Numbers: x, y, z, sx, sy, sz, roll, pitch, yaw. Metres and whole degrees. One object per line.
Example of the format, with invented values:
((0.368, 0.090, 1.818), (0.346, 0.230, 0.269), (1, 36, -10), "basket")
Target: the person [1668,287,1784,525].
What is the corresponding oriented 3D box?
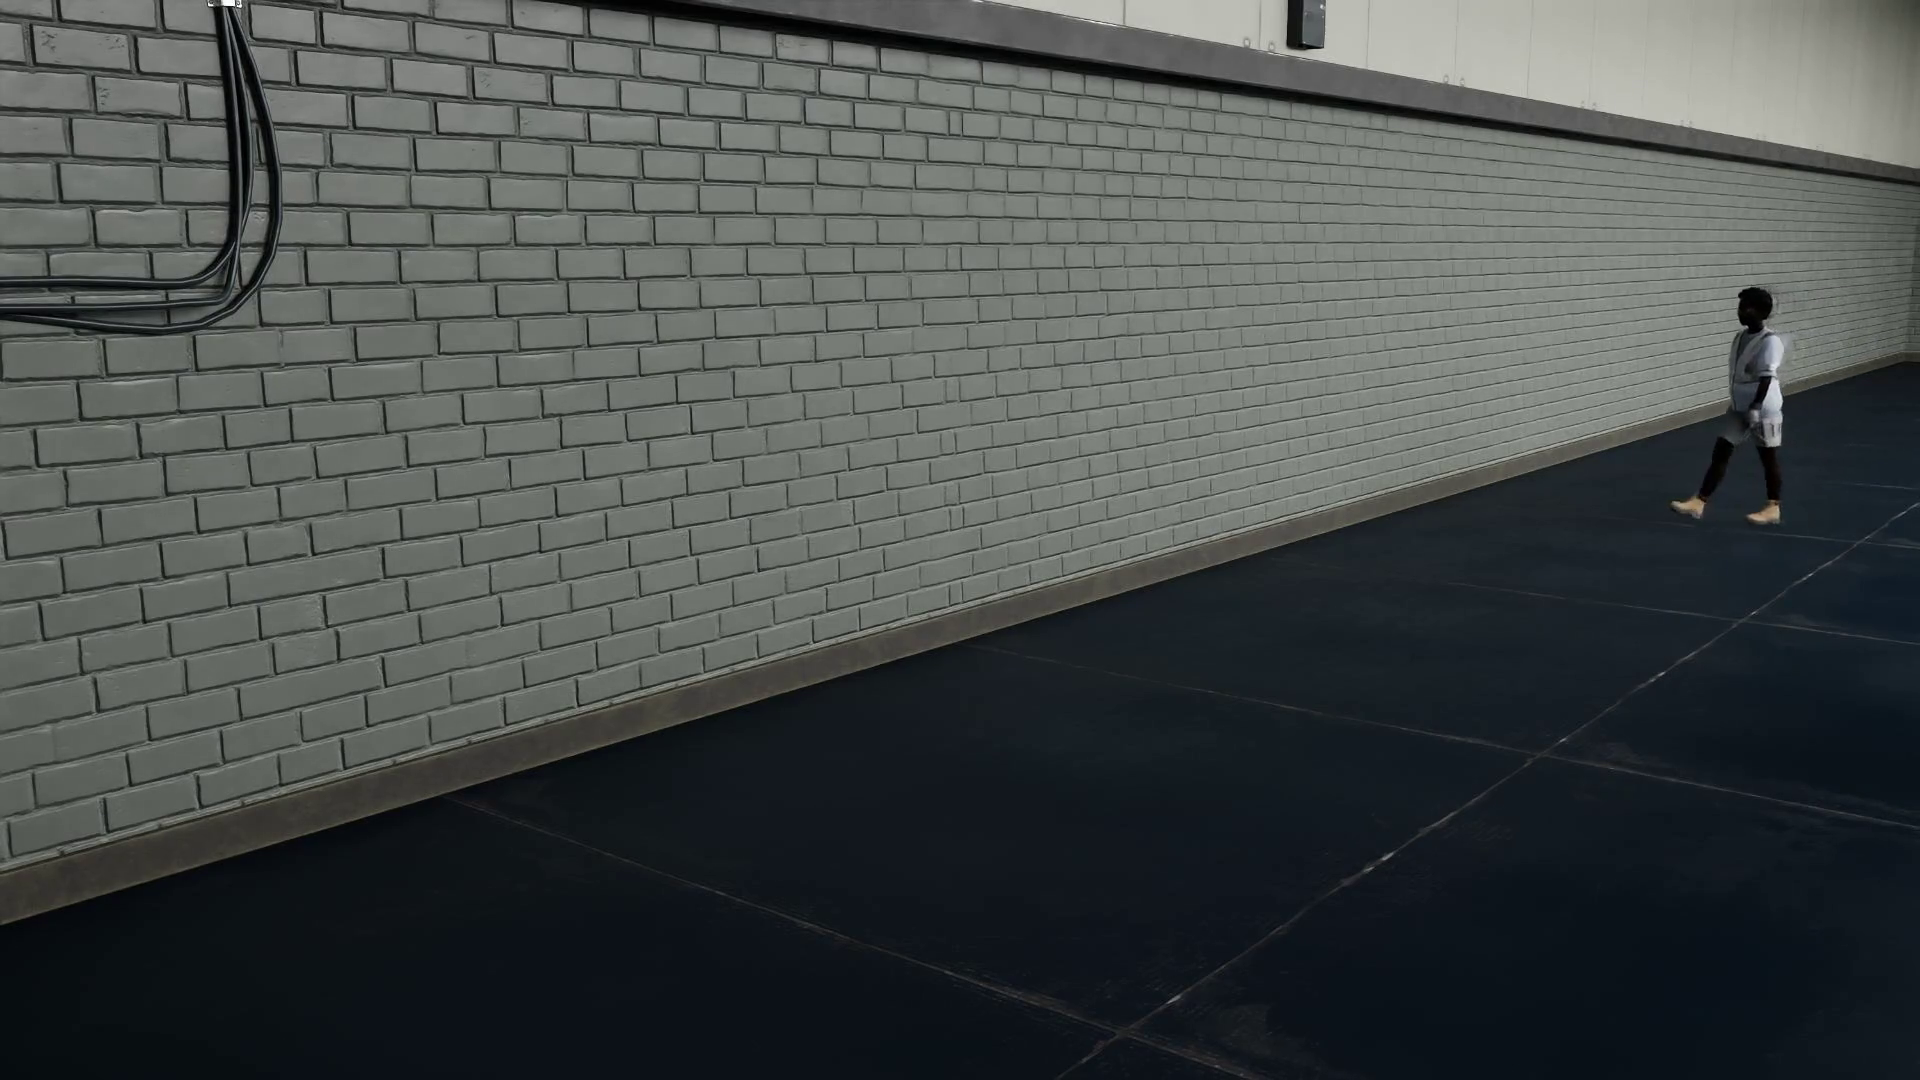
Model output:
((5.452, -0.929, 11.683), (0.820, 1.656, 0.557), (-1, 10, -5), "person")
